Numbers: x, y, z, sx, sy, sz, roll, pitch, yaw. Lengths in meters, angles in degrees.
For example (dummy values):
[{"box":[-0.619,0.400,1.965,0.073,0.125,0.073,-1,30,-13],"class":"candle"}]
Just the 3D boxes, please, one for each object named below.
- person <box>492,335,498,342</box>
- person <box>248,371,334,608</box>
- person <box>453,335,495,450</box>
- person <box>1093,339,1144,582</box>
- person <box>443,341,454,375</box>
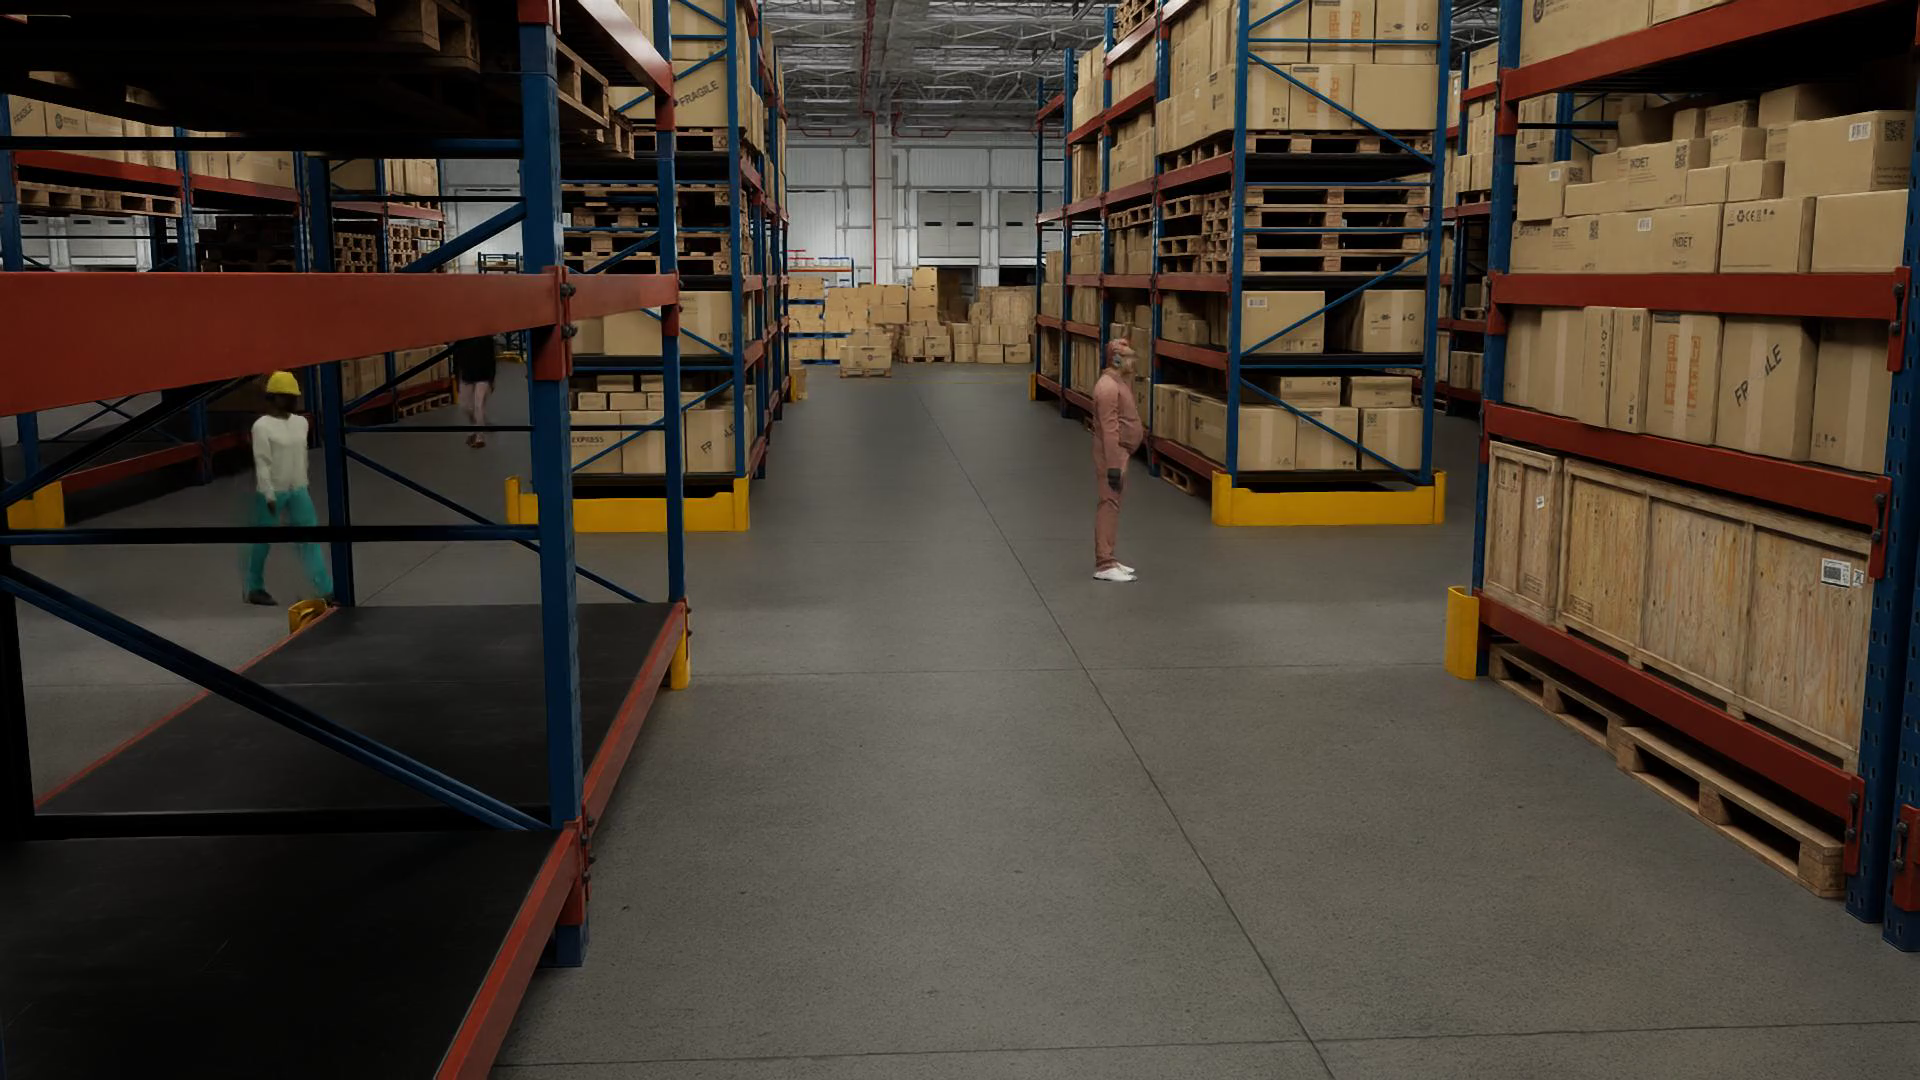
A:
[{"box":[-16.976,-8.121,60.051,0.616,1.944,0.408,8,12,40],"class":"person"},{"box":[-4.846,-0.353,11.971,0.902,1.713,0.544,4,10,25],"class":"person"},{"box":[-6.704,-2.224,22.938,0.614,1.980,0.422,1,9,6],"class":"person"},{"box":[1.253,-0.631,13.176,0.396,1.900,0.686,1,9,7],"class":"person"},{"box":[-12.370,-4.978,40.249,0.613,1.965,0.361,2,9,14],"class":"person"}]
